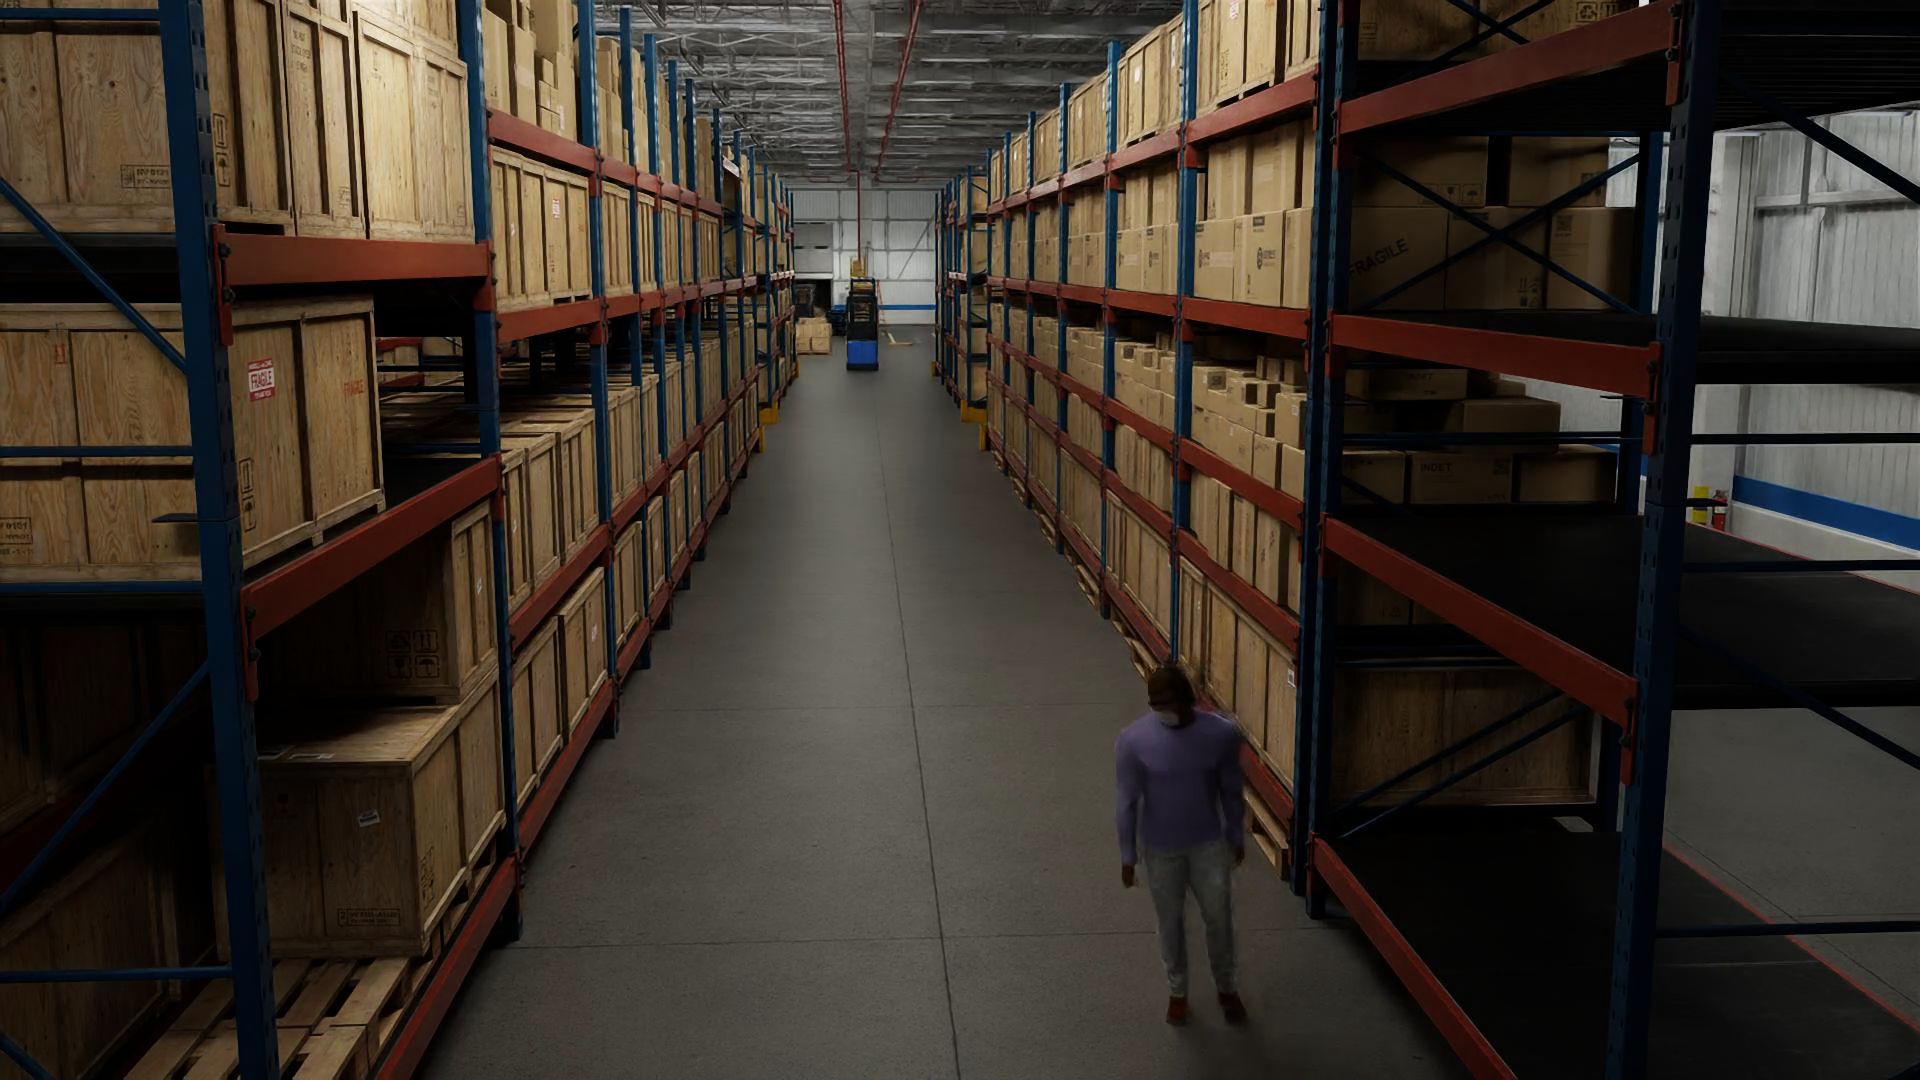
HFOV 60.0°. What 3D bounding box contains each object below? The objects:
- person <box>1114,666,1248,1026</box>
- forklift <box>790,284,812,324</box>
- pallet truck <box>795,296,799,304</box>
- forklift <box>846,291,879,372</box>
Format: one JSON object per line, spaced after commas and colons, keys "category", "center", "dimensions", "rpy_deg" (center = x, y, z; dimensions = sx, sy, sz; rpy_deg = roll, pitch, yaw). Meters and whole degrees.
{"category": "person", "center": [1.095, 1.524, 8.303], "dimensions": [0.674, 1.895, 0.462], "rpy_deg": [-1, 10, -4]}
{"category": "forklift", "center": [-7.280, -10.322, 76.127], "dimensions": [1.129, 2.768, 1.873], "rpy_deg": [2, 10, 9]}
{"category": "pallet truck", "center": [-8.622, -12.439, 91.403], "dimensions": [1.885, 1.965, 0.823], "rpy_deg": [2, 10, 13]}
{"category": "forklift", "center": [-3.430, -7.332, 58.264], "dimensions": [1.129, 2.768, 1.873], "rpy_deg": [-1, 10, -4]}
